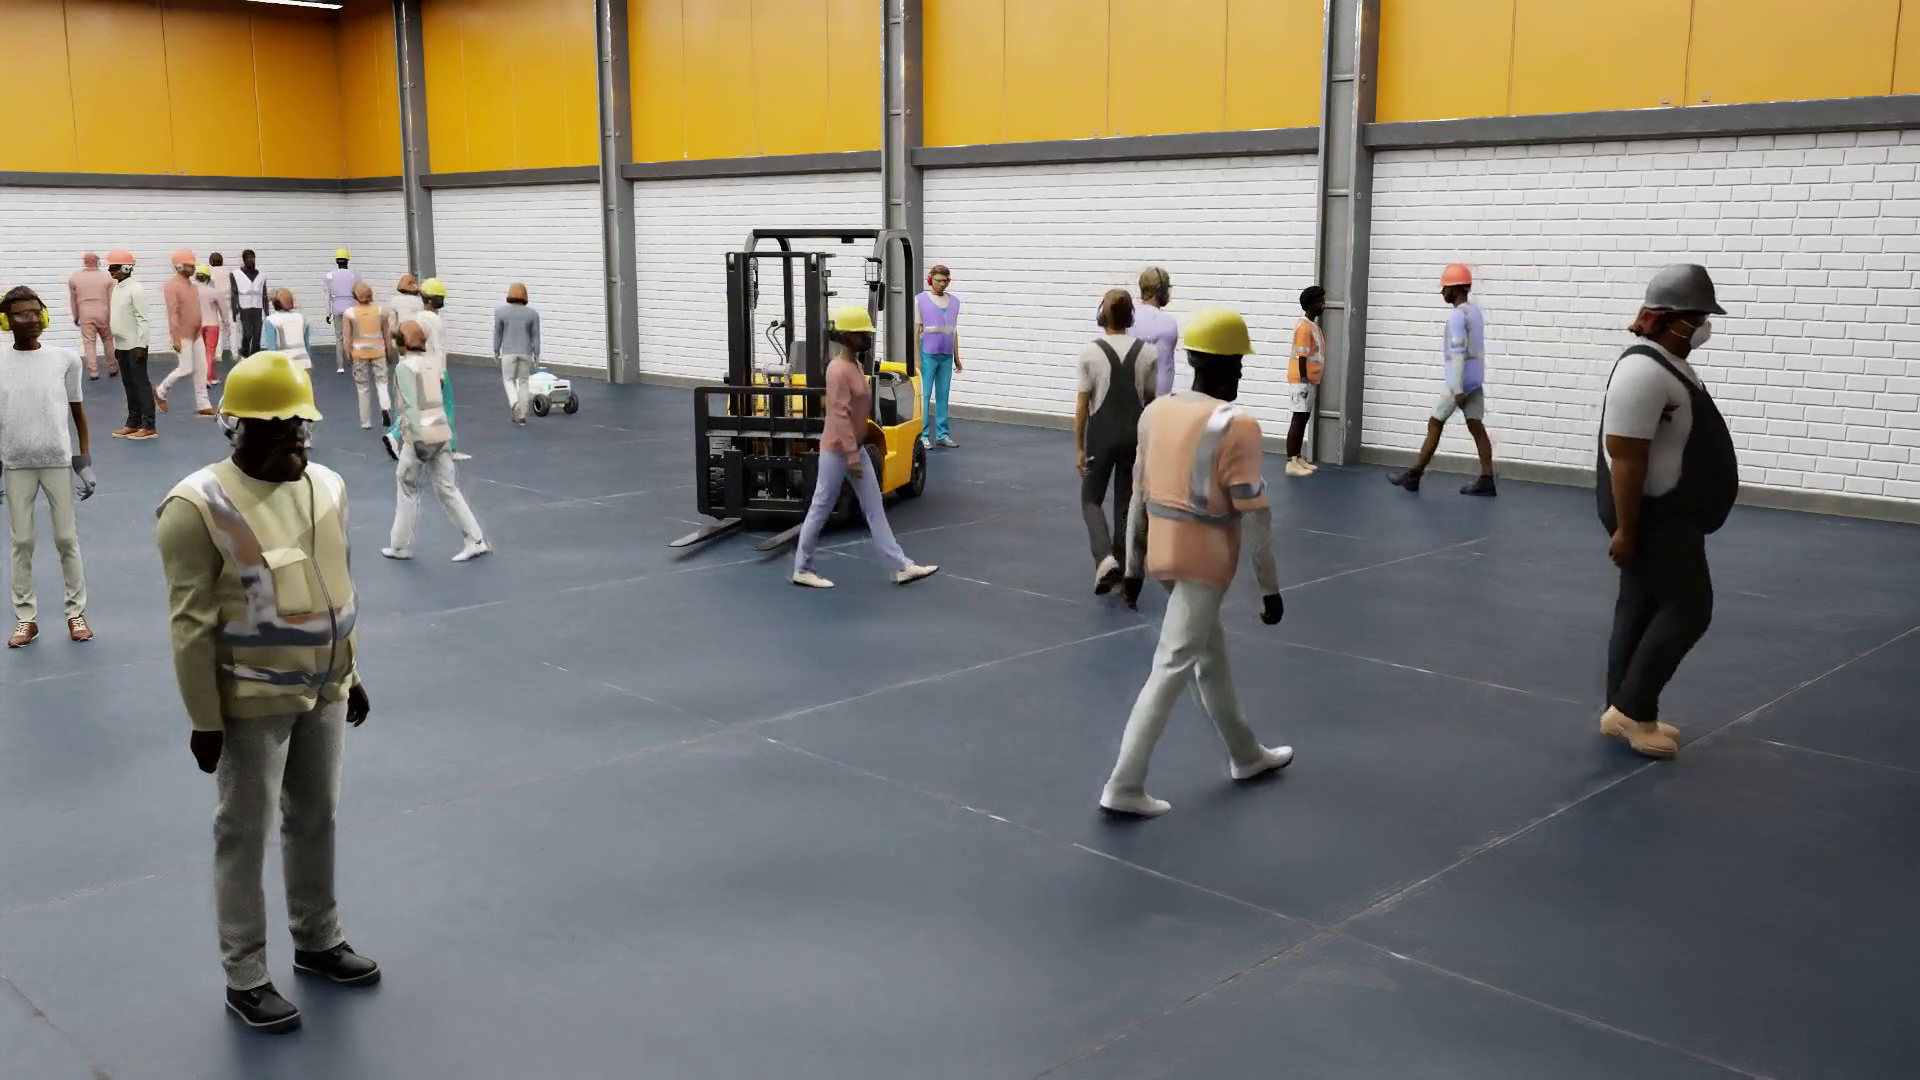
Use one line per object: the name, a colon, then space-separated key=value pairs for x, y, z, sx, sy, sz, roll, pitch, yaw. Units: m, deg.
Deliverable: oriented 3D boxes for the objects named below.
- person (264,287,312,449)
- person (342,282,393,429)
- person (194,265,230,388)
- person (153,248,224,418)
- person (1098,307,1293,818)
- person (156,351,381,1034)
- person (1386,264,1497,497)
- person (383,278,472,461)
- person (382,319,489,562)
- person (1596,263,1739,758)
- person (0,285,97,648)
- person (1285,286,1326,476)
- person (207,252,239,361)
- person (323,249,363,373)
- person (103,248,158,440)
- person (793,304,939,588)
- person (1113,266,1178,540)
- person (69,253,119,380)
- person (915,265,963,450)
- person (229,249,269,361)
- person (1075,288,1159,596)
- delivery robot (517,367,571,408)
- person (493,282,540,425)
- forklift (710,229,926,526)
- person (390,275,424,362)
person: x=-6.626 y=-1.687 z=16.490 sx=0.404 sy=1.627 sz=0.508 roll=7 pitch=13 yaw=34
person: x=-6.465 y=-2.005 z=18.188 sx=0.531 sy=1.623 sz=0.519 roll=-6 pitch=12 yaw=-28
person: x=-10.597 y=-3.000 z=23.396 sx=0.537 sy=1.725 sz=0.920 roll=-1 pitch=10 yaw=-4
person: x=-9.046 y=-2.395 z=19.363 sx=0.714 sy=1.976 sz=0.632 roll=1 pitch=10 yaw=5
person: x=0.898 y=0.079 z=6.185 sx=1.010 sy=1.872 sz=0.610 roll=-6 pitch=12 yaw=-30
person: x=-1.850 y=0.399 z=4.544 sx=0.404 sy=1.827 sz=0.601 roll=5 pitch=11 yaw=24
person: x=4.027 y=-1.311 z=13.704 sx=0.957 sy=1.891 sz=0.570 roll=8 pitch=13 yaw=39
person: x=-5.036 y=-1.583 z=15.616 sx=0.722 sy=1.743 sz=0.528 roll=-9 pitch=14 yaw=-42
person: x=-3.482 y=-0.646 z=10.894 sx=0.725 sy=1.589 sz=0.524 roll=3 pitch=11 yaw=15
person: x=2.904 y=-0.129 z=6.849 sx=0.536 sy=2.000 sz=0.688 roll=5 pitch=12 yaw=25
person: x=-4.812 y=-0.380 z=8.680 sx=0.531 sy=1.871 sz=0.316 roll=-5 pitch=12 yaw=-26
person: x=3.083 y=-1.416 z=14.832 sx=0.321 sy=1.691 sz=0.532 roll=4 pitch=11 yaw=20
person: x=-12.580 y=-3.957 z=28.268 sx=0.624 sy=1.844 sz=0.430 roll=-10 pitch=15 yaw=-44
person: x=-9.529 y=-3.543 z=25.783 sx=0.593 sy=1.922 sz=0.380 roll=-3 pitch=11 yaw=-17
person: x=-8.721 y=-2.053 z=17.463 sx=0.618 sy=1.994 sz=0.380 roll=8 pitch=13 yaw=38
person: x=-0.607 y=-0.540 z=9.959 sx=0.921 sy=1.713 sz=0.542 roll=3 pitch=11 yaw=14
person: x=1.292 y=-0.929 z=11.530 sx=0.496 sy=1.924 sz=0.632 roll=-6 pitch=12 yaw=-30
person: x=-12.885 y=-3.331 z=24.804 sx=0.646 sy=1.863 sz=0.965 roll=-4 pitch=11 yaw=-21
person: x=-0.241 y=-1.829 z=16.674 sx=0.564 sy=1.837 sz=0.388 roll=-8 pitch=13 yaw=-36
person: x=-11.254 y=-3.650 z=26.403 sx=0.452 sy=1.905 sz=0.603 roll=9 pitch=14 yaw=41
person: x=0.923 y=-0.549 z=9.721 sx=0.515 sy=1.827 sz=0.496 roll=-2 pitch=11 yaw=-9
delivery robot: x=-4.973 y=-1.817 z=19.852 sx=0.707 sy=0.478 sz=0.477 roll=9 pitch=14 yaw=40
person: x=-4.951 y=-2.076 z=18.616 sx=0.516 sy=1.613 sz=0.451 roll=-4 pitch=11 yaw=-20
forklift: x=-1.050 y=-1.319 z=12.920 sx=1.214 sy=2.155 sz=2.313 roll=2 pitch=11 yaw=13
person: x=-6.981 y=-2.543 z=21.125 sx=0.501 sy=1.631 sz=0.285 roll=3 pitch=11 yaw=15
